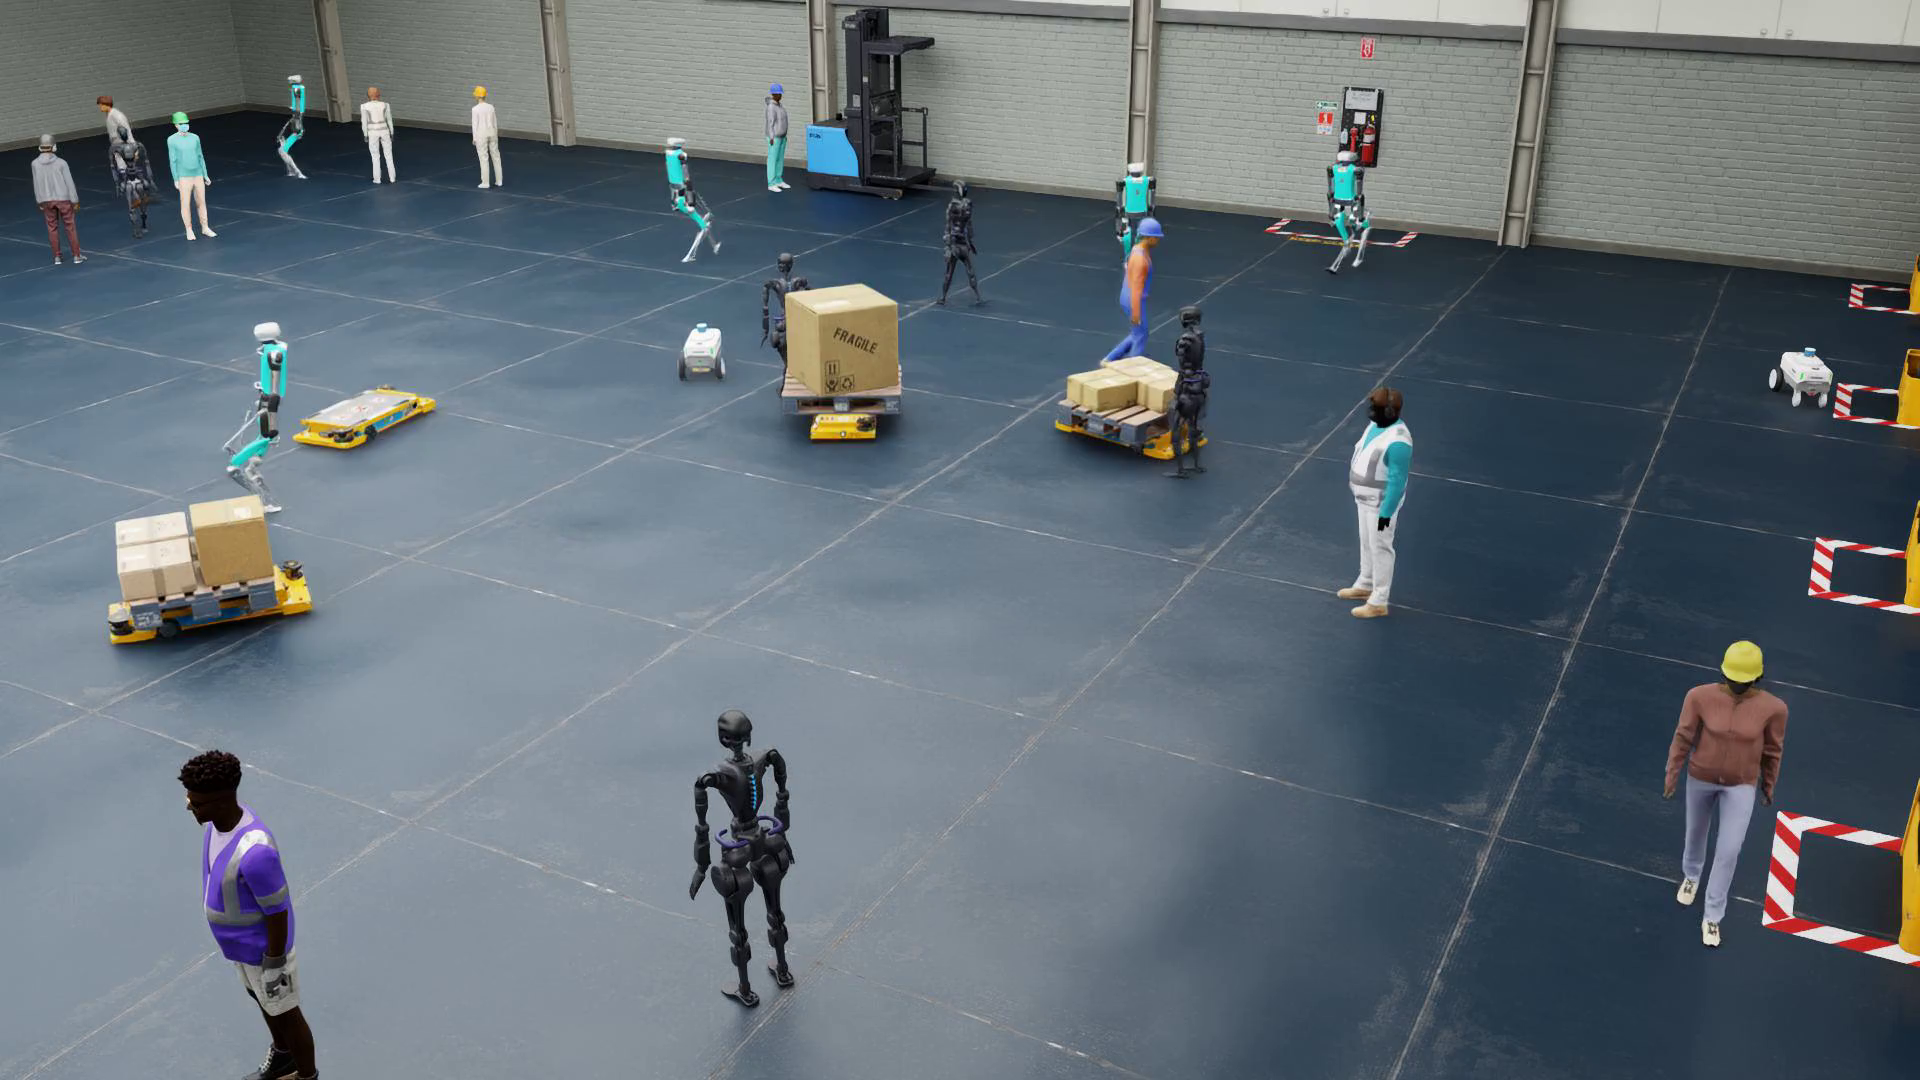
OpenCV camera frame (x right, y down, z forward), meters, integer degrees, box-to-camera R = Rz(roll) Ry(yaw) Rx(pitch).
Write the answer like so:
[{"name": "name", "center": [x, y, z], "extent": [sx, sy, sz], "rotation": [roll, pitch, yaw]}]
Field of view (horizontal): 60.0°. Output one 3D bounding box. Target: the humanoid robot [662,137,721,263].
[{"name": "humanoid robot", "center": [-3.712, -4.826, 23.599], "extent": [0.898, 1.821, 0.549], "rotation": [-19, 30, -37]}]

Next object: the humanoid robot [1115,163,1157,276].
[{"name": "humanoid robot", "center": [2.254, -4.094, 21.856], "extent": [0.549, 1.798, 0.847], "rotation": [-3, 23, -6]}]

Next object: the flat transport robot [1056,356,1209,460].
[{"name": "flat transport robot", "center": [1.725, -1.127, 16.786], "extent": [1.431, 0.231, 0.659], "rotation": [20, 30, 39]}]

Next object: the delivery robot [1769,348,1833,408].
[{"name": "delivery robot", "center": [9.112, -1.774, 17.954], "extent": [0.499, 0.614, 0.791], "rotation": [4, 23, 8]}]

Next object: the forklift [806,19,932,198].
[{"name": "forklift", "center": [-1.573, -7.292, 27.850], "extent": [1.873, 2.768, 1.129], "rotation": [12, 26, 25]}]

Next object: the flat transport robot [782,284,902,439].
[{"name": "flat transport robot", "center": [-1.214, -1.369, 17.350], "extent": [0.659, 0.231, 1.431], "rotation": [-1, 23, -2]}]

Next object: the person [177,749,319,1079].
[{"name": "person", "center": [-3.286, 1.840, 7.731], "extent": [0.365, 1.964, 0.609], "rotation": [-19, 30, -37]}]

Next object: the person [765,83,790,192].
[{"name": "person", "center": [-3.091, -6.803, 28.093], "extent": [0.356, 1.776, 0.544], "rotation": [8, 25, 19]}]

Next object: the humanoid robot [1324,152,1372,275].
[{"name": "humanoid robot", "center": [5.341, -4.460, 22.719], "extent": [0.556, 1.726, 1.089], "rotation": [18, 29, 35]}]

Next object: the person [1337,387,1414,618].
[{"name": "person", "center": [3.220, -0.304, 12.879], "extent": [0.429, 1.841, 0.632], "rotation": [-2, 23, -4]}]

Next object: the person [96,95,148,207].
[{"name": "person", "center": [-13.460, -6.246, 26.761], "extent": [0.526, 1.803, 0.479], "rotation": [18, 29, 36]}]

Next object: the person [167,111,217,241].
[{"name": "person", "center": [-11.465, -5.427, 24.764], "extent": [0.351, 1.875, 0.510], "rotation": [20, 31, 39]}]

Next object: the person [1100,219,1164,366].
[{"name": "person", "center": [1.888, -2.572, 18.100], "extent": [0.568, 1.886, 0.548], "rotation": [2, 23, 5]}]

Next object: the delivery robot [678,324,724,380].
[{"name": "delivery robot", "center": [-2.900, -2.131, 18.760], "extent": [0.499, 0.593, 0.789], "rotation": [0, 23, -1]}]

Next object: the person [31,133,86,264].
[{"name": "person", "center": [-12.690, -4.792, 23.373], "extent": [0.548, 1.806, 0.380], "rotation": [-5, 24, -12]}]

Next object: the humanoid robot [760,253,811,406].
[{"name": "humanoid robot", "center": [-1.824, -2.221, 17.615], "extent": [0.616, 1.622, 0.706], "rotation": [-9, 25, -21]}]

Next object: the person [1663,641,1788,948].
[{"name": "person", "center": [4.158, 1.365, 9.122], "extent": [0.557, 1.734, 0.804], "rotation": [12, 26, 26]}]

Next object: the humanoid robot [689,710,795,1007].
[{"name": "humanoid robot", "center": [-1.110, 1.625, 8.581], "extent": [0.599, 1.655, 0.315], "rotation": [-16, 28, -33]}]

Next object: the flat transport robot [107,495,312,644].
[{"name": "flat transport robot", "center": [-5.902, 0.465, 13.080], "extent": [1.431, 0.231, 0.659], "rotation": [-11, 26, -24]}]

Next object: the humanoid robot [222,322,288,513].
[{"name": "humanoid robot", "center": [-6.236, -0.979, 14.678], "extent": [0.767, 1.853, 0.537], "rotation": [-9, 25, -20]}]

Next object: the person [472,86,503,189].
[{"name": "person", "center": [-8.061, -6.844, 28.285], "extent": [0.315, 1.697, 0.466], "rotation": [21, 31, 39]}]

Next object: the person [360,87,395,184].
[{"name": "person", "center": [-10.014, -6.969, 28.658], "extent": [0.521, 1.635, 0.312], "rotation": [-12, 26, -27]}]

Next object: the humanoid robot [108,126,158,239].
[{"name": "humanoid robot", "center": [-12.395, -5.387, 24.961], "extent": [0.606, 1.645, 0.622], "rotation": [-16, 28, -33]}]

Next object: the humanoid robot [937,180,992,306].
[{"name": "humanoid robot", "center": [0.030, -3.761, 21.165], "extent": [0.717, 1.629, 0.609], "rotation": [15, 27, 31]}]

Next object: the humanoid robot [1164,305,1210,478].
[{"name": "humanoid robot", "center": [2.155, -1.397, 15.624], "extent": [0.312, 1.650, 0.611], "rotation": [13, 26, 27]}]

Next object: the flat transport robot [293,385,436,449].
[{"name": "flat transport robot", "center": [-6.117, -1.270, 17.120], "extent": [0.659, 0.231, 1.431], "rotation": [8, 25, 19]}]

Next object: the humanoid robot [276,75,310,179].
[{"name": "humanoid robot", "center": [-11.764, -7.187, 29.059], "extent": [0.793, 1.794, 0.531], "rotation": [-7, 24, -15]}]
